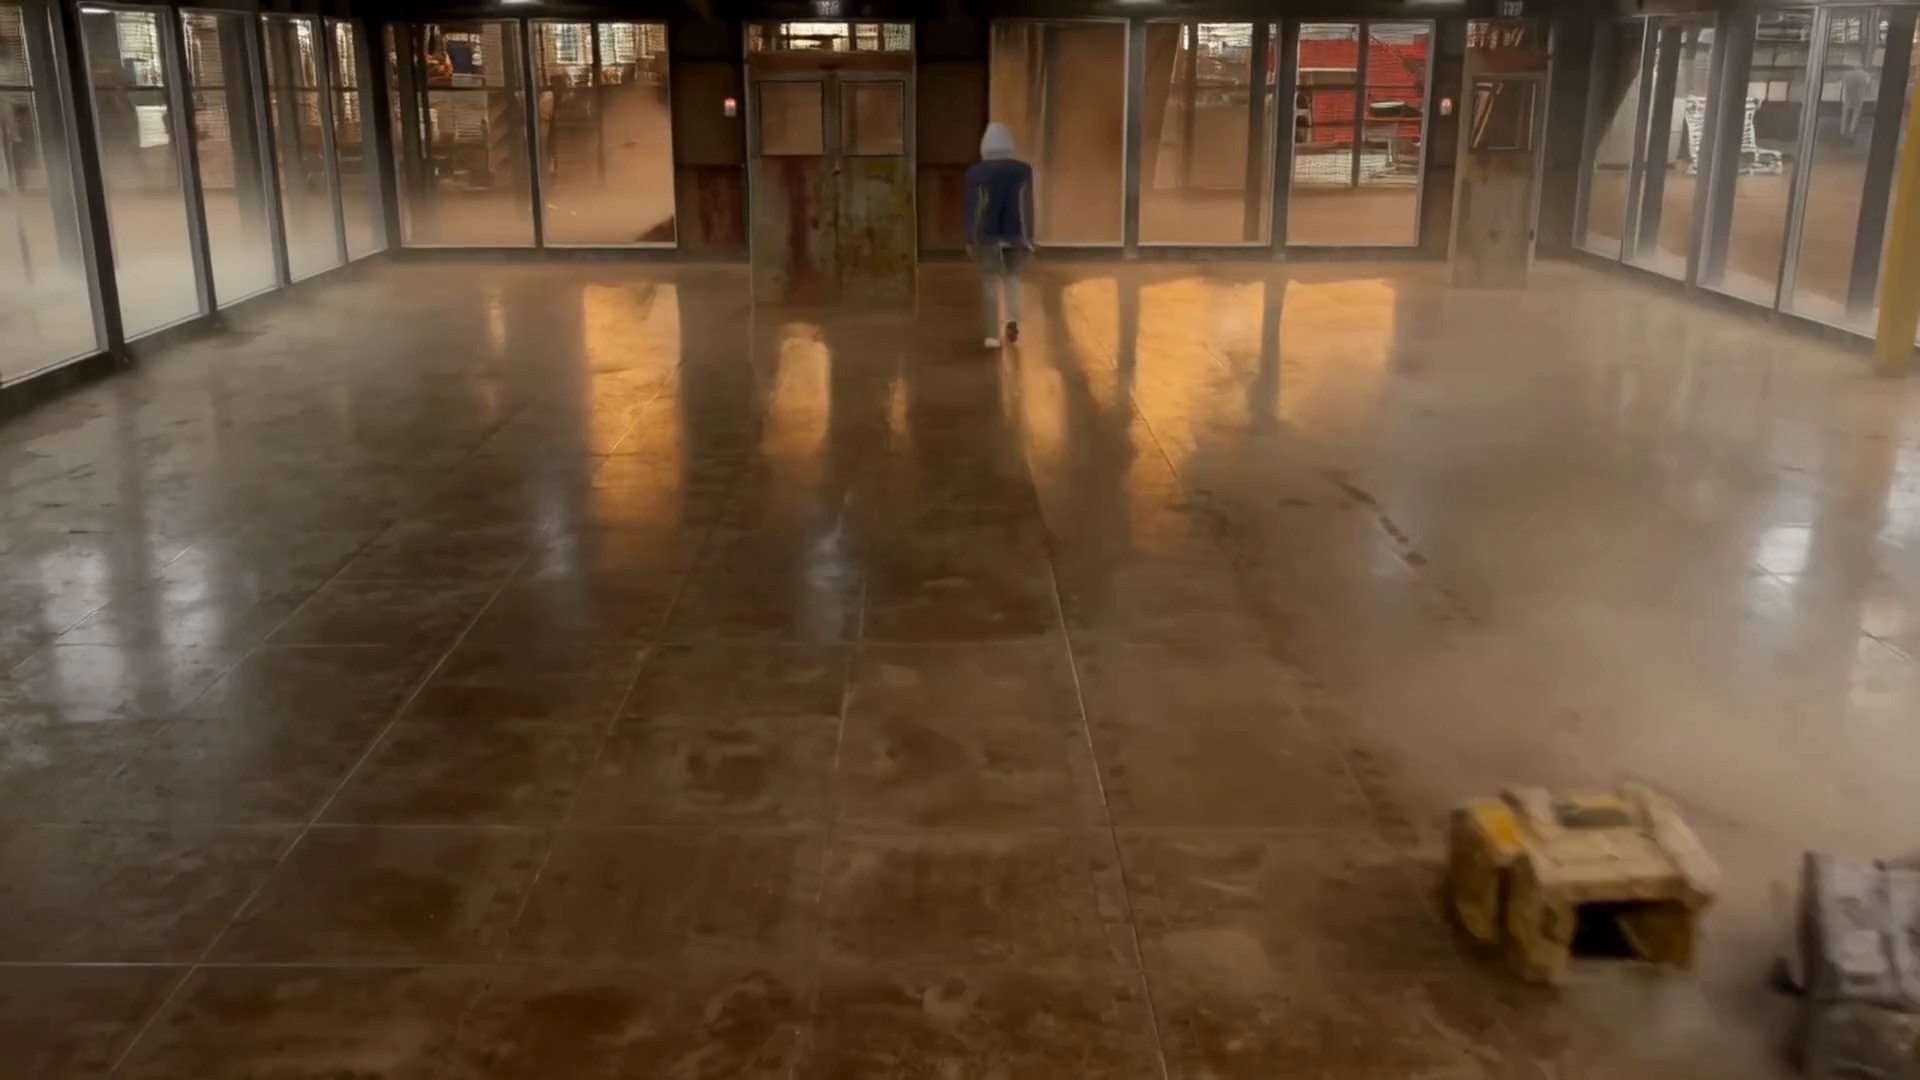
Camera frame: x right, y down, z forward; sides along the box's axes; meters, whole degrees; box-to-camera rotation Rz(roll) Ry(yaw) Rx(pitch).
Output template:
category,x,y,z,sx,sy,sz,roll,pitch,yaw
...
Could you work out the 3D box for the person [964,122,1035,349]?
category,x,y,z,sx,sy,sz,roll,pitch,yaw
person,0.283,-2.203,12.095,0.530,1.618,0.366,-5,17,-17
